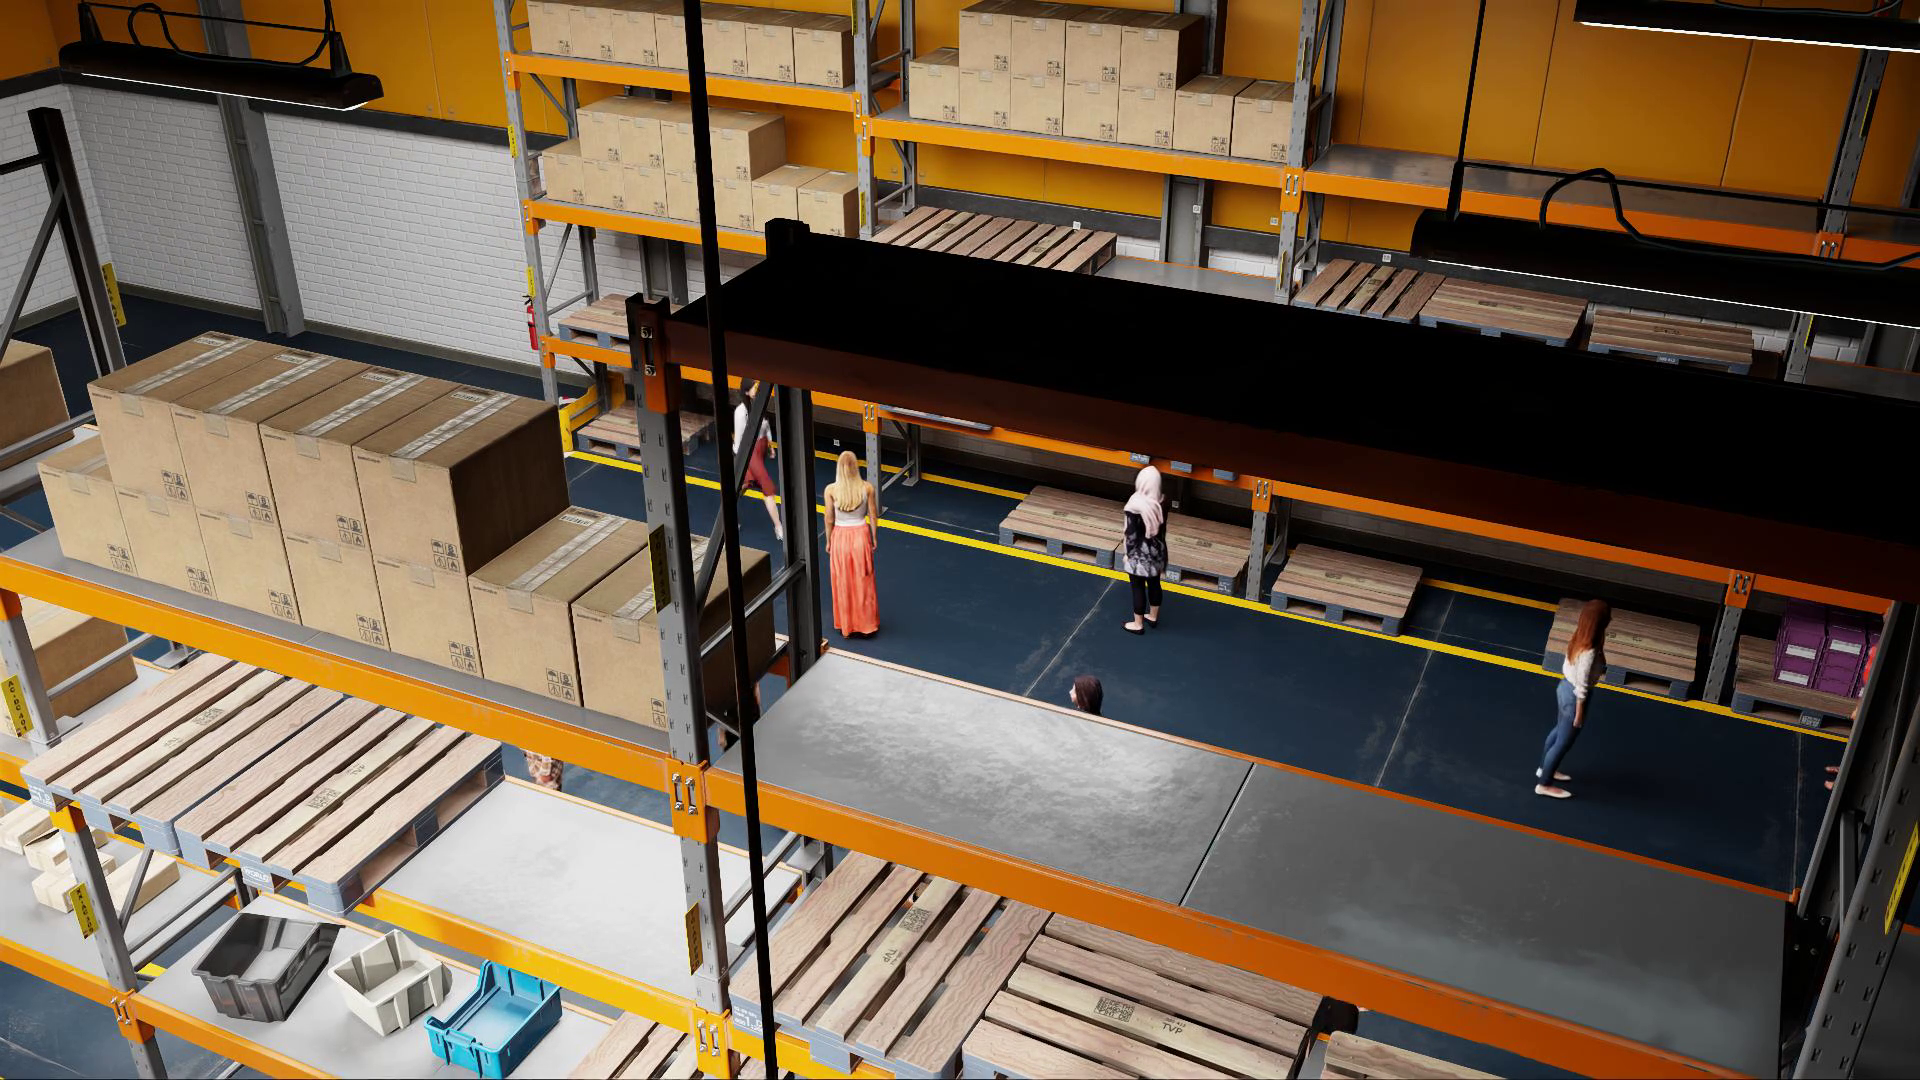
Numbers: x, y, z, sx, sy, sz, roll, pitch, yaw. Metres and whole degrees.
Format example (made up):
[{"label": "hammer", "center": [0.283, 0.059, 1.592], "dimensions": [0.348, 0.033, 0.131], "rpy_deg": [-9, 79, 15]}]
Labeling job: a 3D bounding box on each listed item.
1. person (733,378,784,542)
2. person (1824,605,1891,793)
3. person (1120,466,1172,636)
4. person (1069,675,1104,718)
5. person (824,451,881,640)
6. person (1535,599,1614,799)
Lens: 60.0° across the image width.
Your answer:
[{"label": "person", "center": [-2.079, -0.802, 16.299], "dimensions": [1.055, 1.709, 0.608], "rpy_deg": [14, 31, 23]}, {"label": "person", "center": [6.984, 1.202, 12.618], "dimensions": [0.595, 1.716, 0.637], "rpy_deg": [18, 33, 29]}, {"label": "person", "center": [1.653, 0.083, 14.751], "dimensions": [0.734, 1.638, 0.762], "rpy_deg": [-21, 35, -33]}, {"label": "person", "center": [0.947, 1.676, 11.868], "dimensions": [0.951, 1.601, 0.759], "rpy_deg": [4, 29, 7]}, {"label": "person", "center": [-0.958, 0.047, 14.646], "dimensions": [0.675, 1.802, 0.782], "rpy_deg": [-1, 29, -1]}, {"label": "person", "center": [4.636, 1.191, 12.630], "dimensions": [0.601, 1.724, 0.622], "rpy_deg": [6, 29, 11]}]
